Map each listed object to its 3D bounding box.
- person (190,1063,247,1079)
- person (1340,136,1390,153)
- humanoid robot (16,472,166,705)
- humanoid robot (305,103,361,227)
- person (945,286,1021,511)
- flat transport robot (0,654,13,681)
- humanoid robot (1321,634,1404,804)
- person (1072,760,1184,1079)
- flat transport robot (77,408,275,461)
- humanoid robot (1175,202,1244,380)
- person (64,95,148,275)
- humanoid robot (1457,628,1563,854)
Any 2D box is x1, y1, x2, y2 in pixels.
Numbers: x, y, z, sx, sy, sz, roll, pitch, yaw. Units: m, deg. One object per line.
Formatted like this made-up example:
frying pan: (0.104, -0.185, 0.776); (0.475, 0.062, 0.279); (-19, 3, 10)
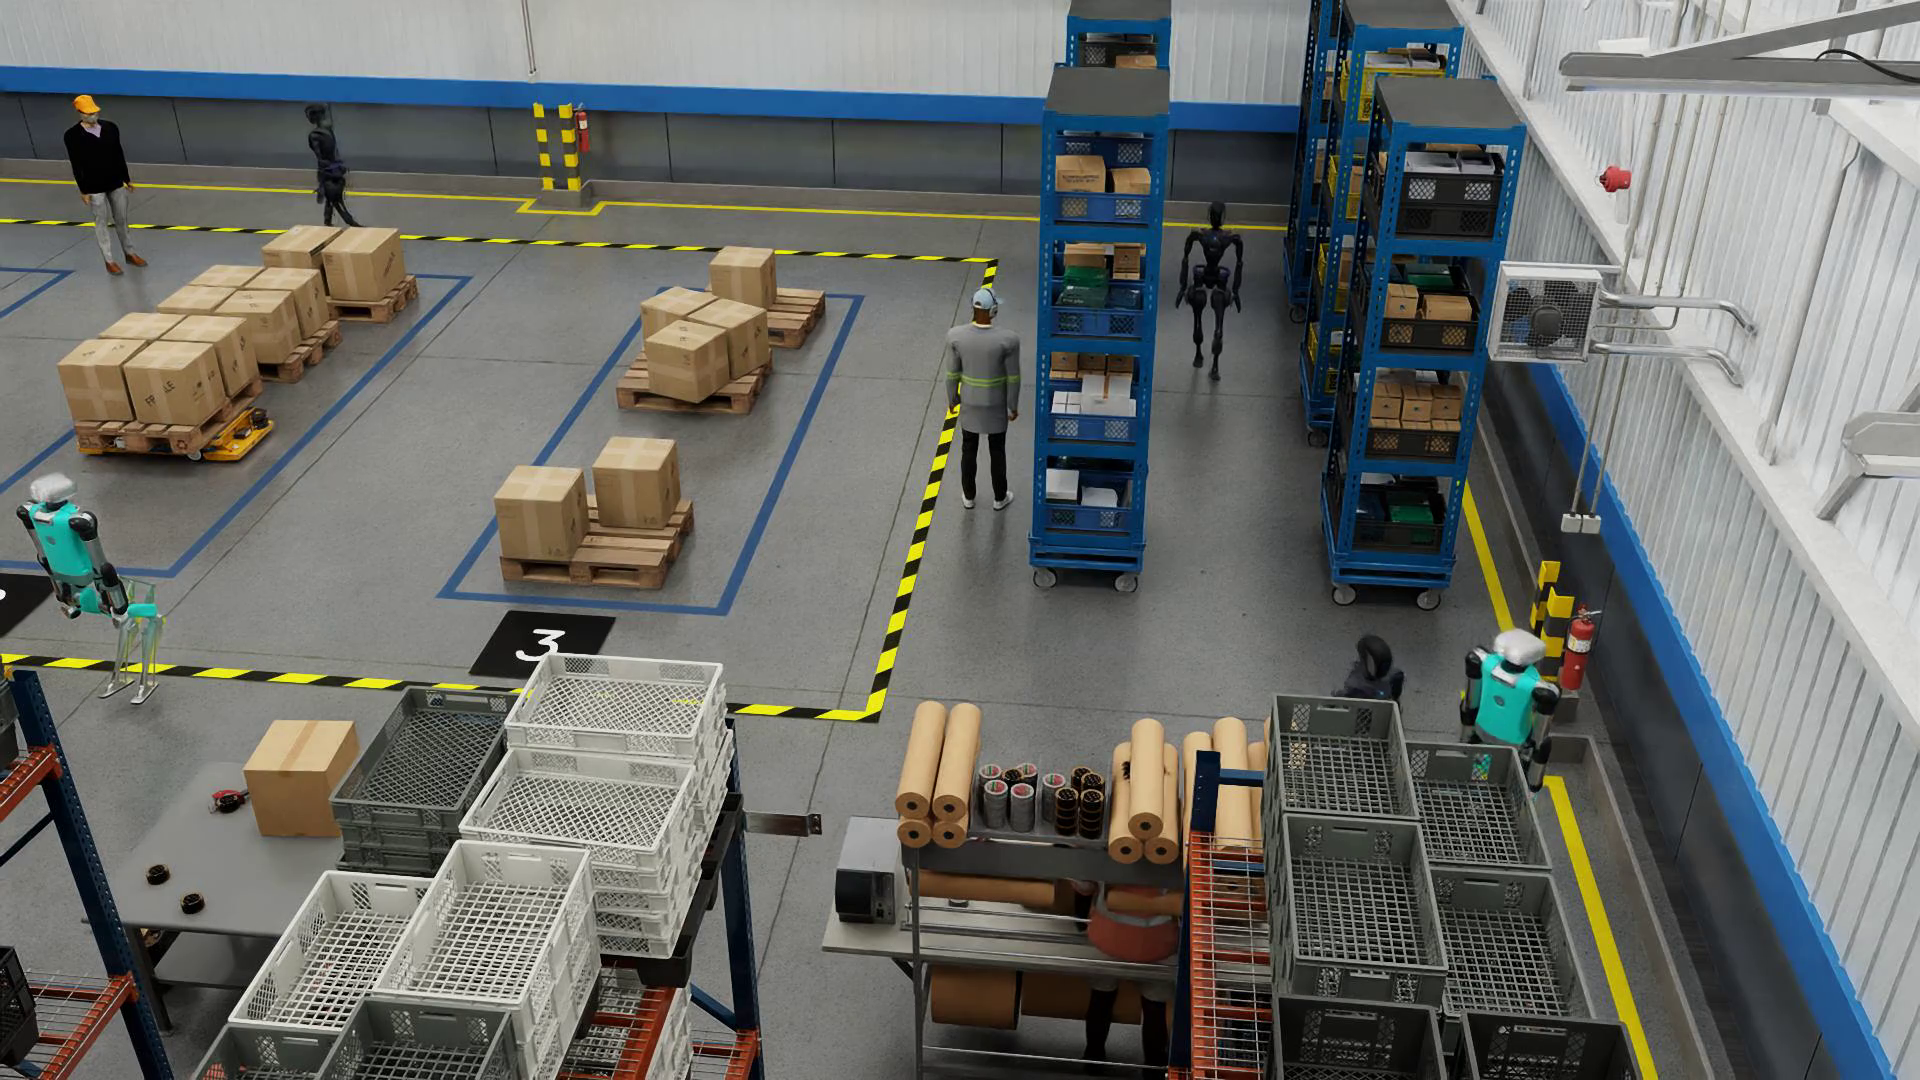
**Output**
person: (-2.574, 2.720, 6.241); (0.371, 2.044, 0.606); (-3, 30, -5)
person: (4.238, -3.703, 17.404); (0.557, 1.912, 0.834); (-25, 38, -35)
humanoid robot: (-5.439, 0.254, 10.647); (0.533, 1.673, 0.735); (9, 31, 16)
humanoid robot: (-6.812, -3.922, 18.073); (0.780, 1.641, 0.610); (-2, 30, -3)
person: (0.188, -1.100, 12.994); (0.589, 1.847, 0.407); (6, 31, 10)
flat transport robot: (-7.142, 0.969, 11.010); (1.431, 0.231, 0.659); (3, 30, 6)
humanoid robot: (2.206, 1.192, 9.224); (0.602, 1.641, 0.352); (-17, 34, -26)
person: (0.823, 1.843, 7.830); (0.603, 1.957, 0.367); (7, 31, 12)
flat transport robot: (-6.728, -0.944, 14.268); (1.431, 0.197, 0.652); (3, 30, 6)
humanoid robot: (2.273, -2.271, 15.194); (0.609, 1.631, 0.716); (4, 31, 8)
person: (-8.994, -3.748, 17.507); (0.386, 1.884, 0.585); (19, 35, 29)
humanoid robot: (3.082, 1.179, 9.208); (0.779, 1.780, 0.547); (-25, 39, -36)
